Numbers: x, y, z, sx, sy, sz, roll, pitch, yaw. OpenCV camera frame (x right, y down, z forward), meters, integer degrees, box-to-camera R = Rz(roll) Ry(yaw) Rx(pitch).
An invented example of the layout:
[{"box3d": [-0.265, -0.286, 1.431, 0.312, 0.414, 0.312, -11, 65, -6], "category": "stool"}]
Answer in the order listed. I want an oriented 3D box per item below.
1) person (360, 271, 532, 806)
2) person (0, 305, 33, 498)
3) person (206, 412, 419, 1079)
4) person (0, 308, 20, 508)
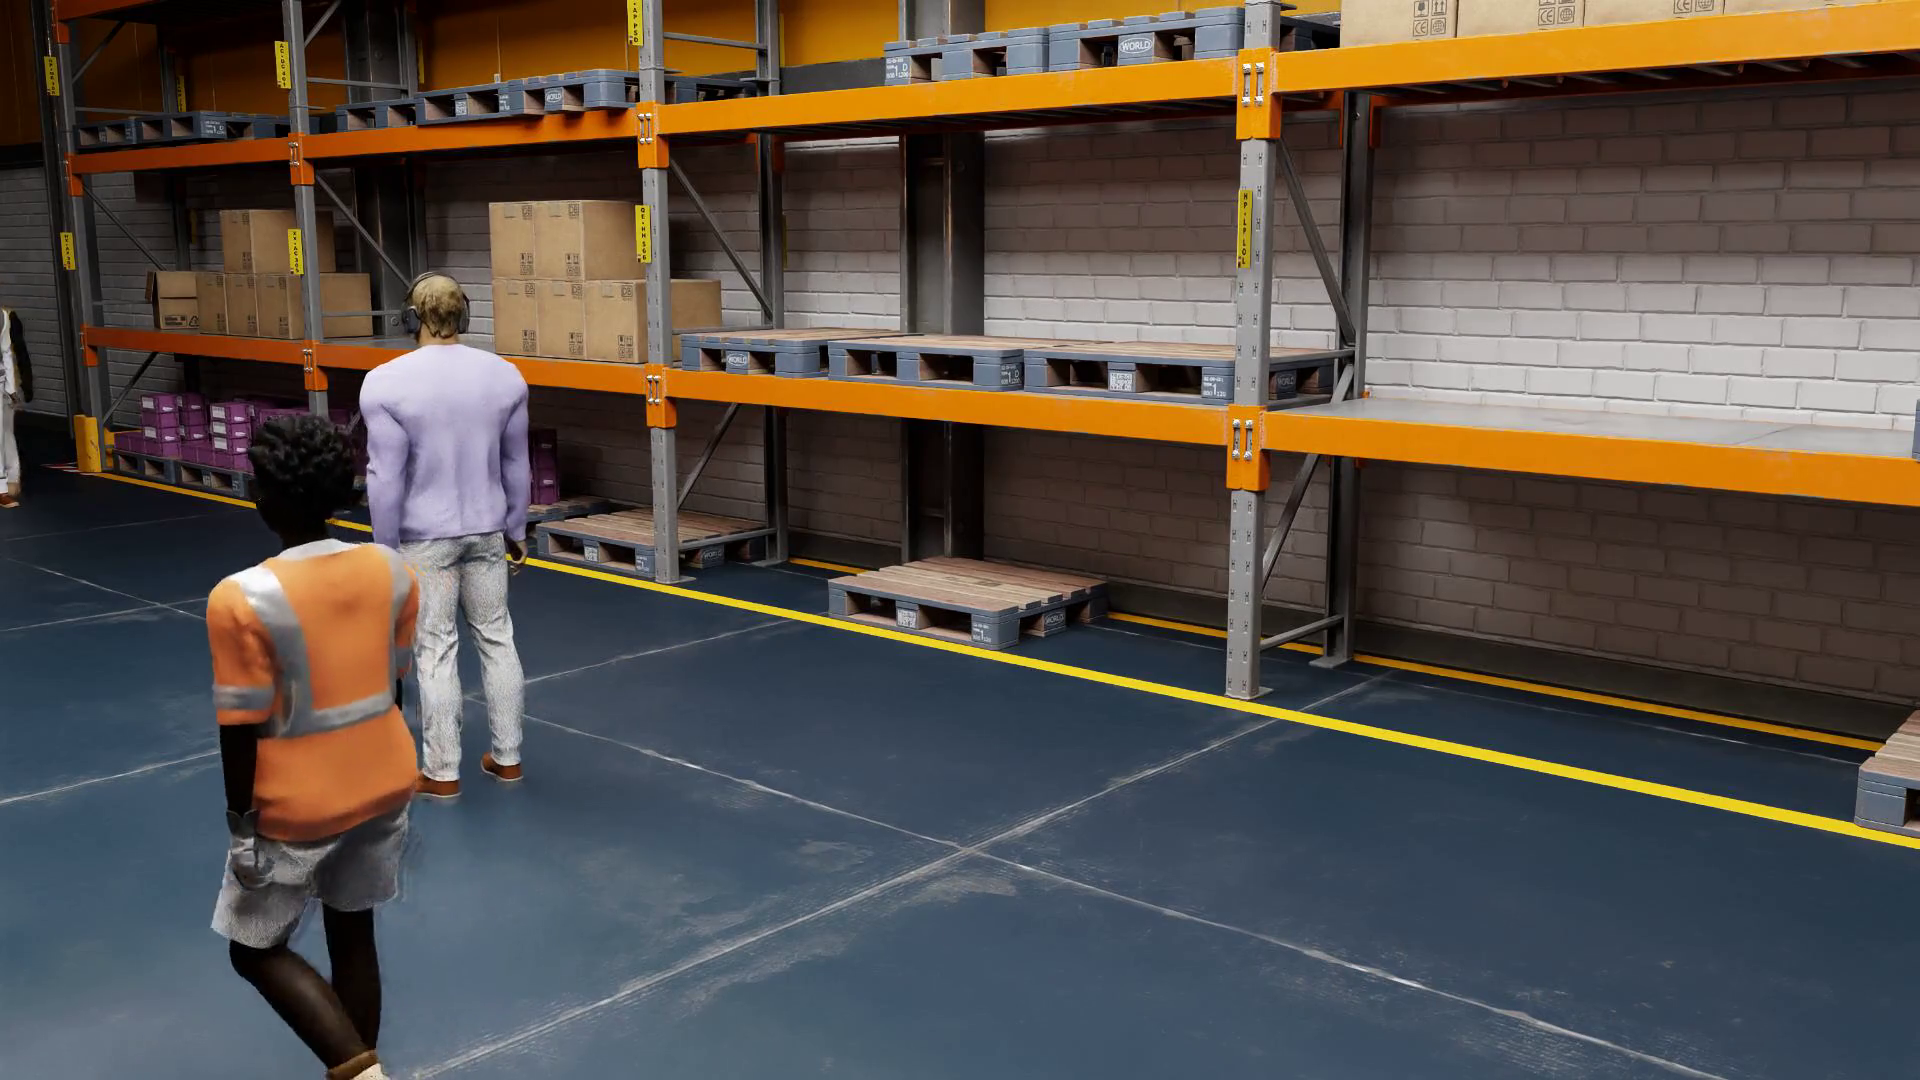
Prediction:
[{"box3d": [-1.859, -0.003, 6.088, 0.635, 1.937, 0.352, -9, 14, -42], "category": "person"}, {"box3d": [-7.905, -1.227, 13.476, 0.639, 1.804, 0.658, -2, 10, -9], "category": "person"}, {"box3d": [-1.357, 0.564, 3.600, 0.469, 1.683, 0.537, 6, 12, 30], "category": "person"}, {"box3d": [-7.596, -1.164, 12.856, 0.353, 1.883, 0.573, 8, 13, 39], "category": "person"}]
